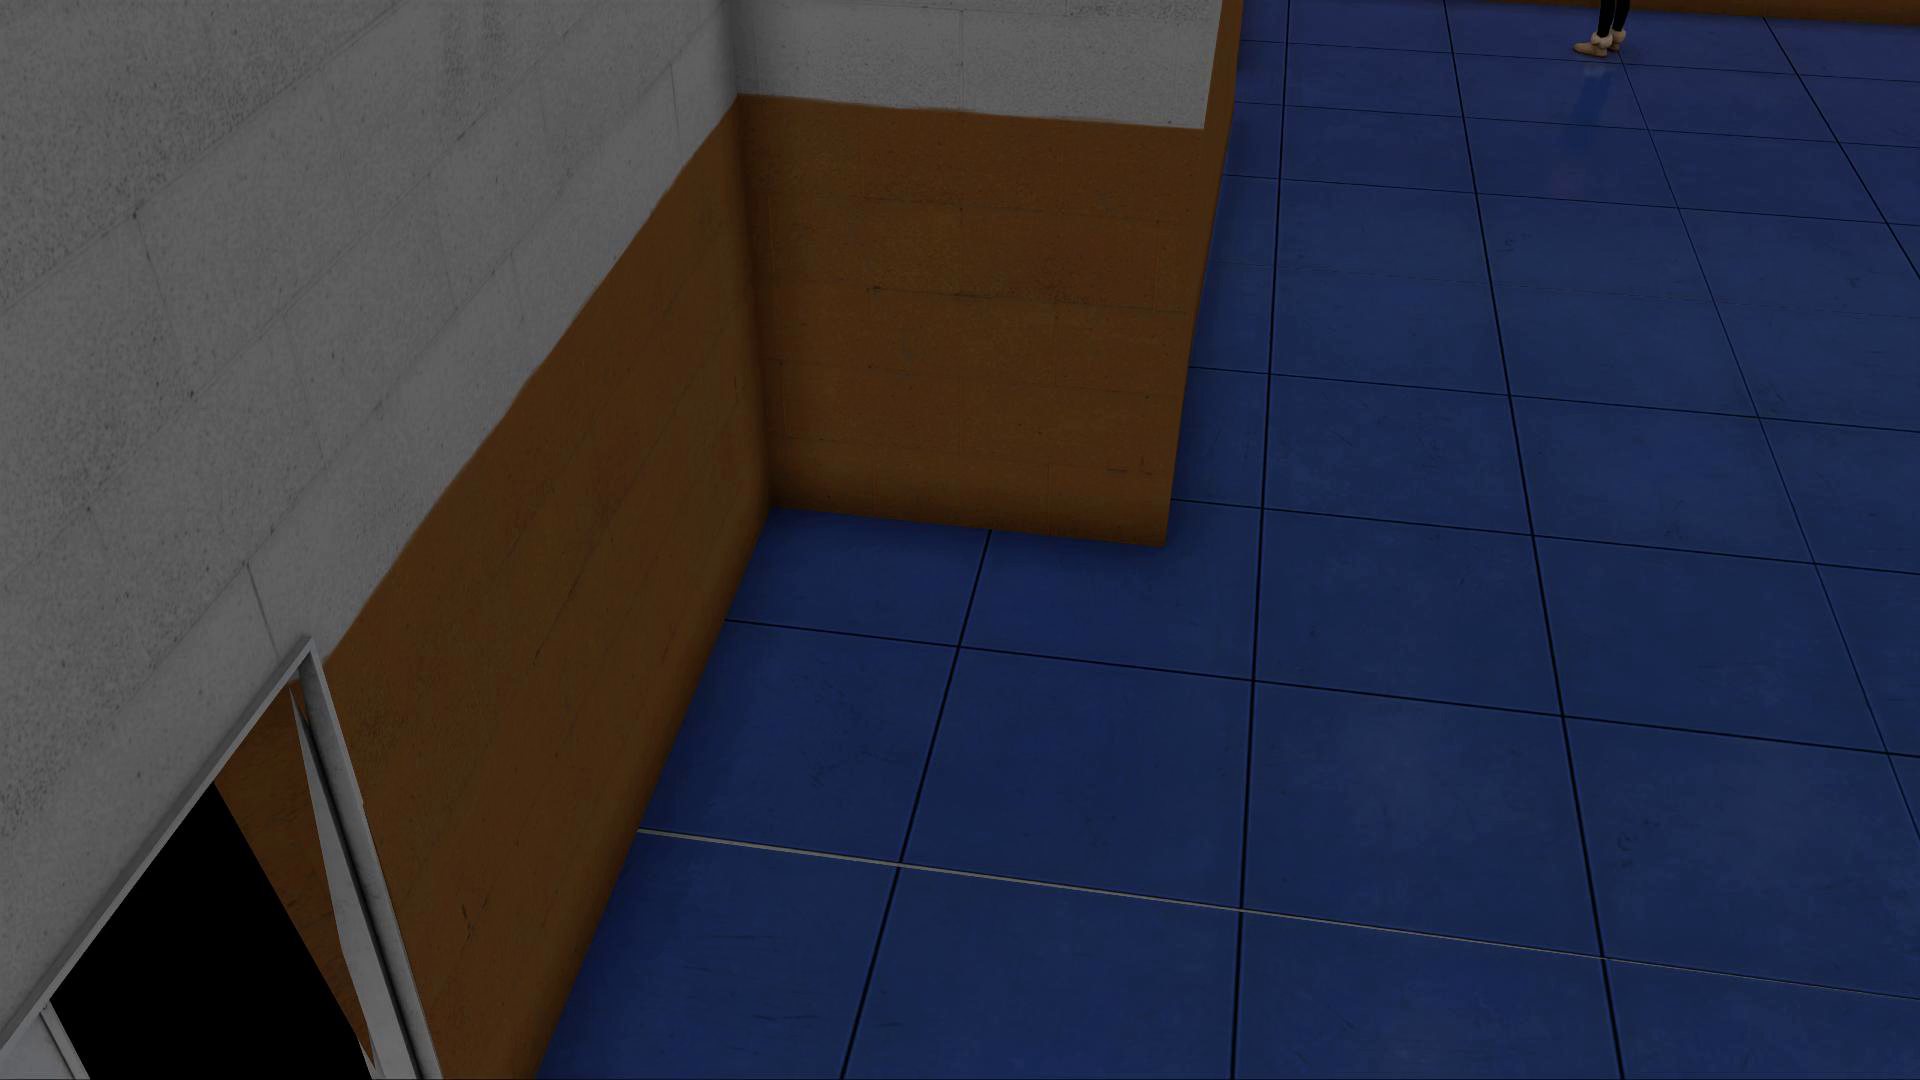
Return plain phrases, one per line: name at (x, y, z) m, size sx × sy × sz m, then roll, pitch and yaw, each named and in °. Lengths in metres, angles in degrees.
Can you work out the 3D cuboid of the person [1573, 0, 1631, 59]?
person at (5.214, -4.648, 13.062) m, size 0.682 × 1.658 × 0.737 m, roll -24°, pitch 43°, yaw -29°
